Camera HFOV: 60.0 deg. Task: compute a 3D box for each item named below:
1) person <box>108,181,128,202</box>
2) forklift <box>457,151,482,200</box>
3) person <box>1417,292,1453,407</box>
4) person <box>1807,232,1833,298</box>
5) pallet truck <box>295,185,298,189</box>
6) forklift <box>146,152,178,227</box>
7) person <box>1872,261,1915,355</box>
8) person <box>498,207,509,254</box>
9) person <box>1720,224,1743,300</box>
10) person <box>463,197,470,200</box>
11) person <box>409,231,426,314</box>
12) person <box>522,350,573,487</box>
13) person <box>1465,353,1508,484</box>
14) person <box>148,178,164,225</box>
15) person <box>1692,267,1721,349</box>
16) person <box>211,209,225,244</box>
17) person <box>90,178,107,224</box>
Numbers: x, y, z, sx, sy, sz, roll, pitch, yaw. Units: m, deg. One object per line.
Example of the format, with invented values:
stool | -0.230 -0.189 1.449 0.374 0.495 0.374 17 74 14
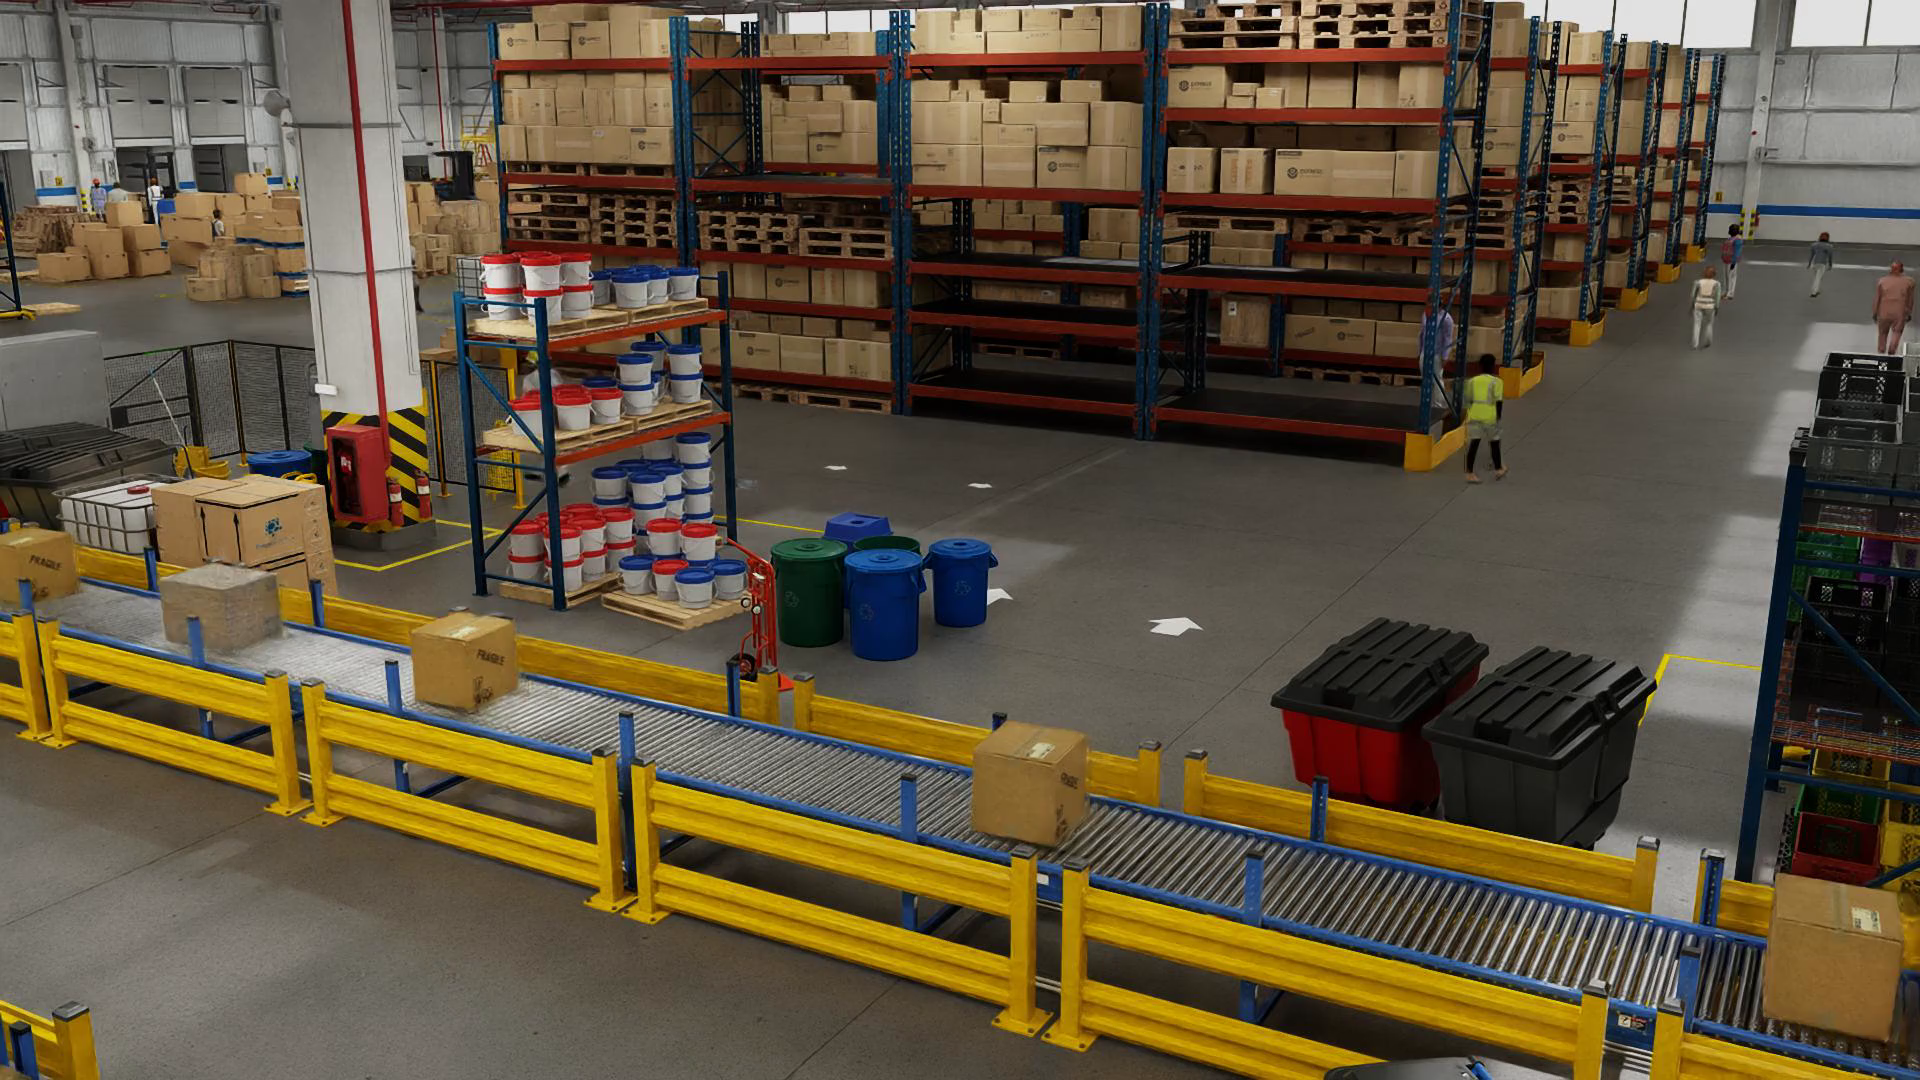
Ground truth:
person | -30.259 -11.951 59.867 0.634 1.919 0.582 -8 17 -29
forklift | -19.017 -13.621 64.305 1.873 2.768 1.129 1 15 2
person | 7.278 -2.844 25.597 0.356 1.937 0.638 -7 17 -26
person | 21.342 -6.818 41.160 0.789 1.599 0.531 -10 18 -34
pallet truck | -26.804 -14.617 69.738 1.885 1.965 0.823 -14 20 -42
forklift | -30.086 -13.242 62.882 1.873 2.768 1.129 8 17 28
person | 17.357 -4.249 30.973 0.670 1.887 0.452 9 17 31
person | -12.458 -8.237 45.911 0.550 1.920 0.671 8 17 29
person | 18.785 -6.773 40.554 0.429 1.844 0.626 2 15 6
person | -14.927 -9.484 50.611 0.621 1.903 0.452 9 18 32
person | -12.537 -6.088 37.783 0.630 1.938 0.780 3 15 12
person | -5.267 -1.564 21.081 0.916 1.798 0.606 9 17 31
person | 6.753 -1.556 21.306 0.872 1.634 0.582 -12 19 -37
person | -30.240 -12.661 62.606 0.355 1.883 0.573 13 20 40
person | 14.672 -4.570 32.744 0.525 1.594 0.871 9 17 29
person | -20.401 -8.191 45.875 0.512 1.845 0.340 10 18 33
person | -31.751 -12.352 61.333 0.545 1.942 0.349 -2 15 -6
